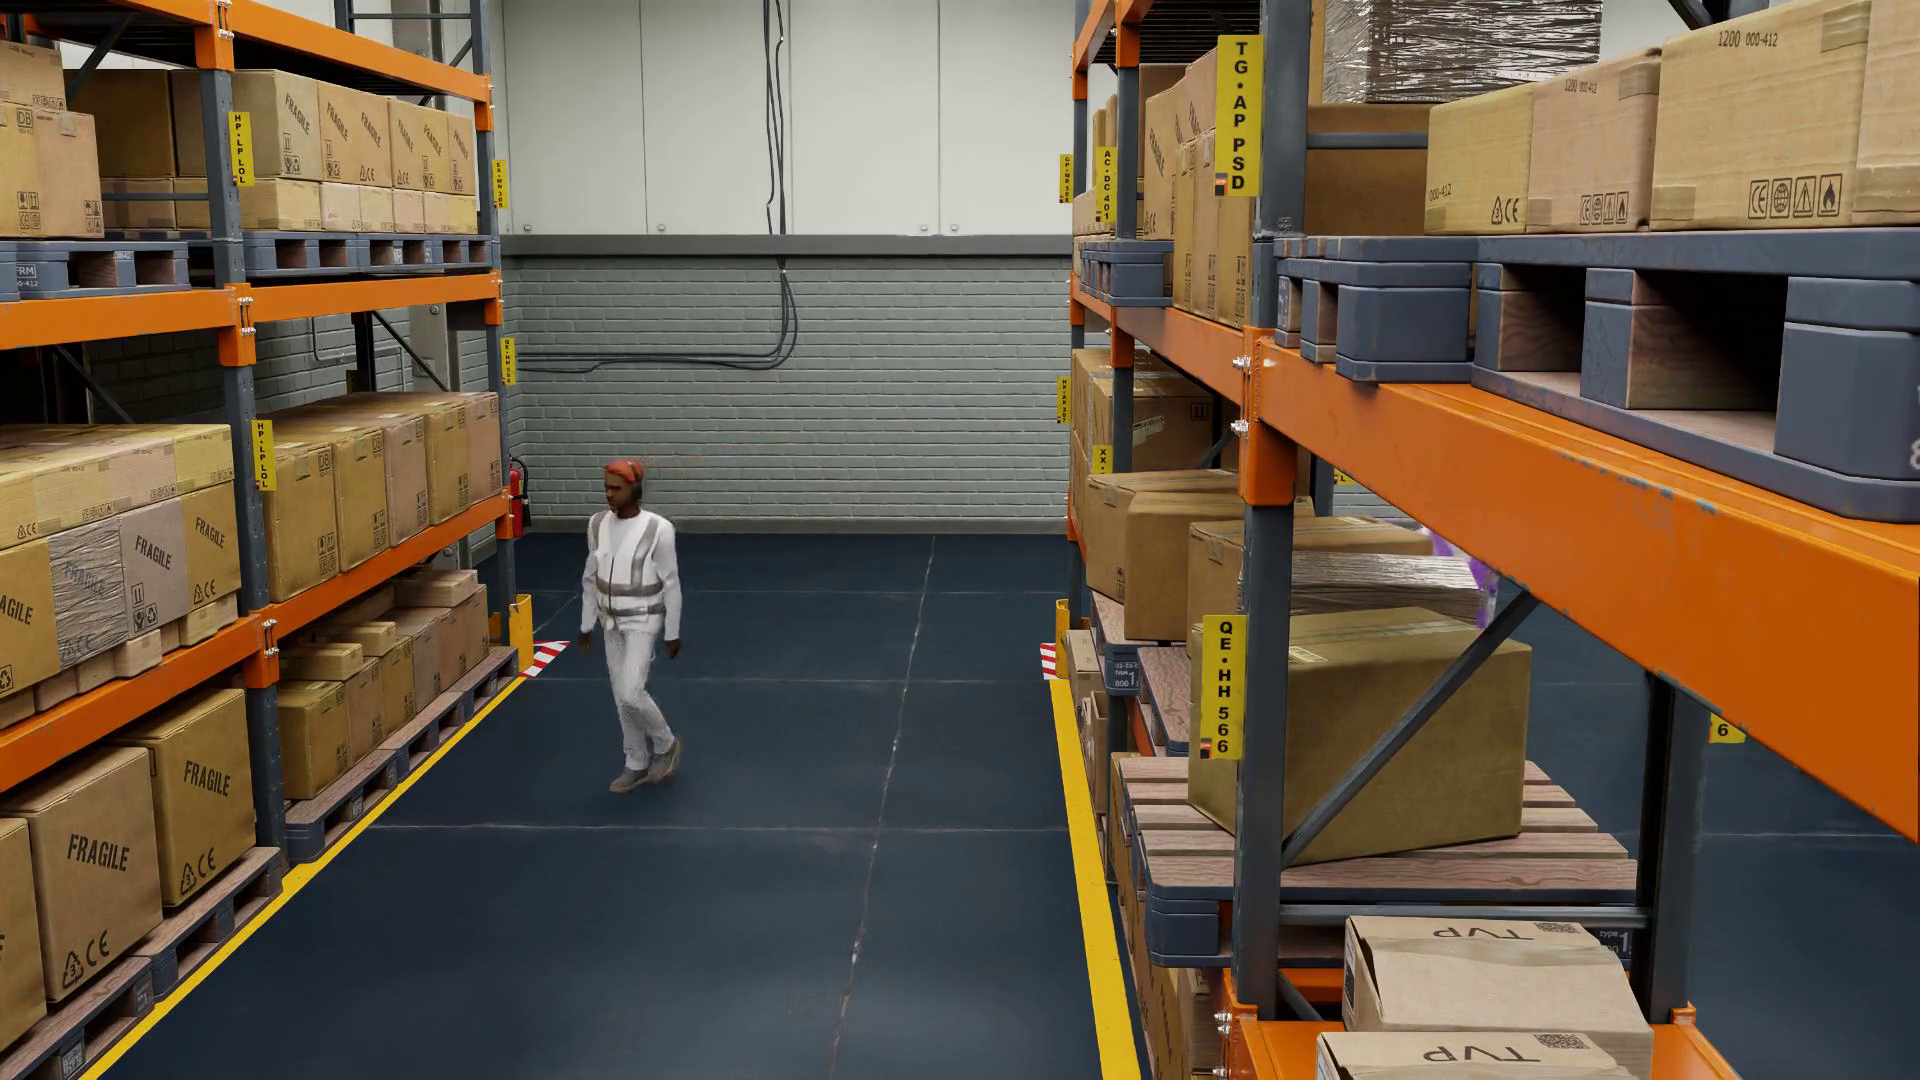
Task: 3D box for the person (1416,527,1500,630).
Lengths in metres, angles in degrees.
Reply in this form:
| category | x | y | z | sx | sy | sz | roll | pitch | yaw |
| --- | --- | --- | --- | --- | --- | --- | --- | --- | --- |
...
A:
| category | x | y | z | sx | sy | sz | roll | pitch | yaw |
| --- | --- | --- | --- | --- | --- | --- | --- | --- | --- |
| person | 2.631 | 0.521 | 8.942 | 0.568 | 1.883 | 1.012 | -1 | 10 | -5 |

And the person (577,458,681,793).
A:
| category | x | y | z | sx | sy | sz | roll | pitch | yaw |
| --- | --- | --- | --- | --- | --- | --- | --- | --- | --- |
| person | -1.848 | 0.480 | 9.194 | 0.584 | 1.867 | 0.408 | 7 | 12 | 33 |

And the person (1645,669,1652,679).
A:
| category | x | y | z | sx | sy | sz | roll | pitch | yaw |
| --- | --- | --- | --- | --- | --- | --- | --- | --- | --- |
| person | 4.946 | 0.071 | 11.385 | 0.555 | 1.911 | 0.743 | 5 | 11 | 26 |

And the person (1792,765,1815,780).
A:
| category | x | y | z | sx | sy | sz | roll | pitch | yaw |
| --- | --- | --- | --- | --- | --- | --- | --- | --- | --- |
| person | 5.010 | 0.411 | 9.401 | 0.629 | 1.937 | 0.378 | 2 | 10 | 10 |
